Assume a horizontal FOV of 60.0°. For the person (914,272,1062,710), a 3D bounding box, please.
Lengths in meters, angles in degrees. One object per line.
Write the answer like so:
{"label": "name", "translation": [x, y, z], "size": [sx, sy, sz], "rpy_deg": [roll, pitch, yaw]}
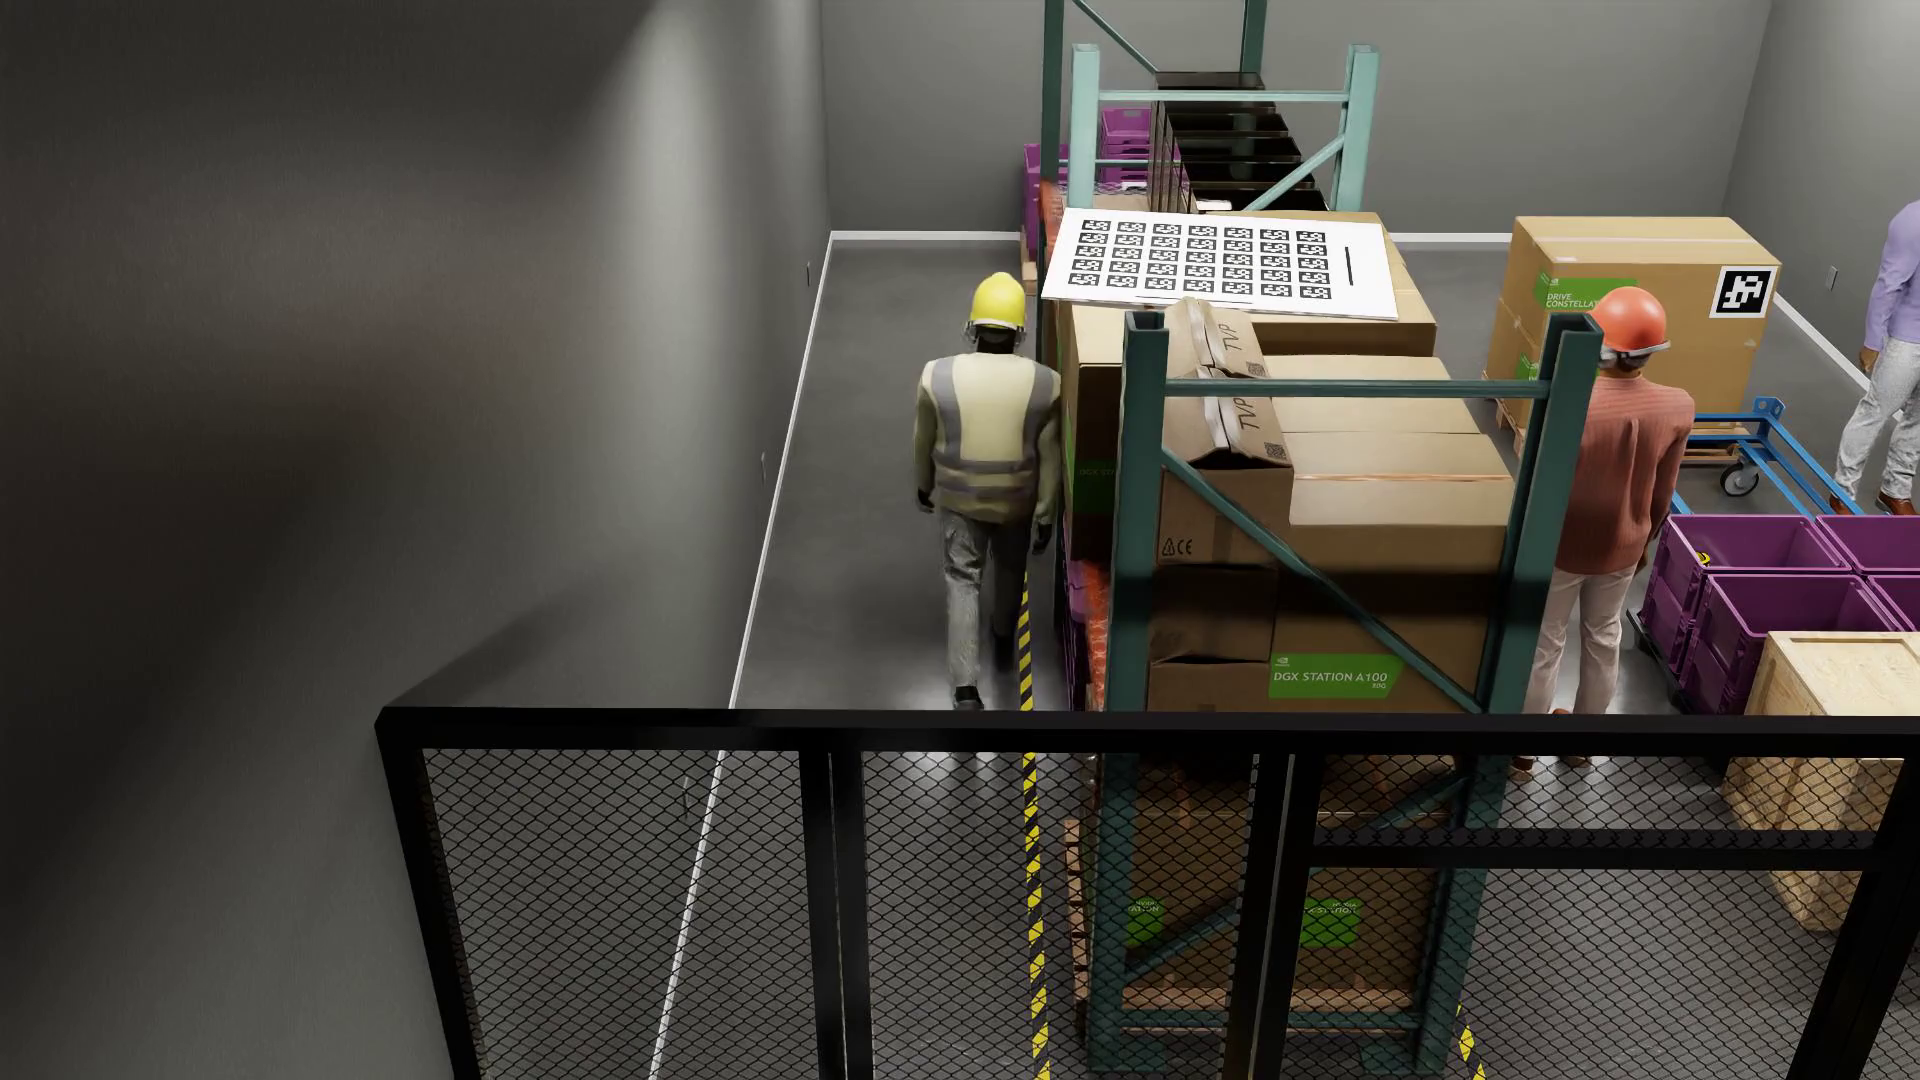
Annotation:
{"label": "person", "translation": [0.111, -0.167, 6.636], "size": [0.587, 1.797, 0.869], "rpy_deg": [-1, 31, -1]}

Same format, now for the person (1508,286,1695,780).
{"label": "person", "translation": [2.300, 0.009, 6.145], "size": [0.610, 1.997, 0.373], "rpy_deg": [-7, 32, -11]}

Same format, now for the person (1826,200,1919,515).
{"label": "person", "translation": [4.529, -0.940, 7.775], "size": [0.638, 1.938, 0.357], "rpy_deg": [-1, 31, -2]}
